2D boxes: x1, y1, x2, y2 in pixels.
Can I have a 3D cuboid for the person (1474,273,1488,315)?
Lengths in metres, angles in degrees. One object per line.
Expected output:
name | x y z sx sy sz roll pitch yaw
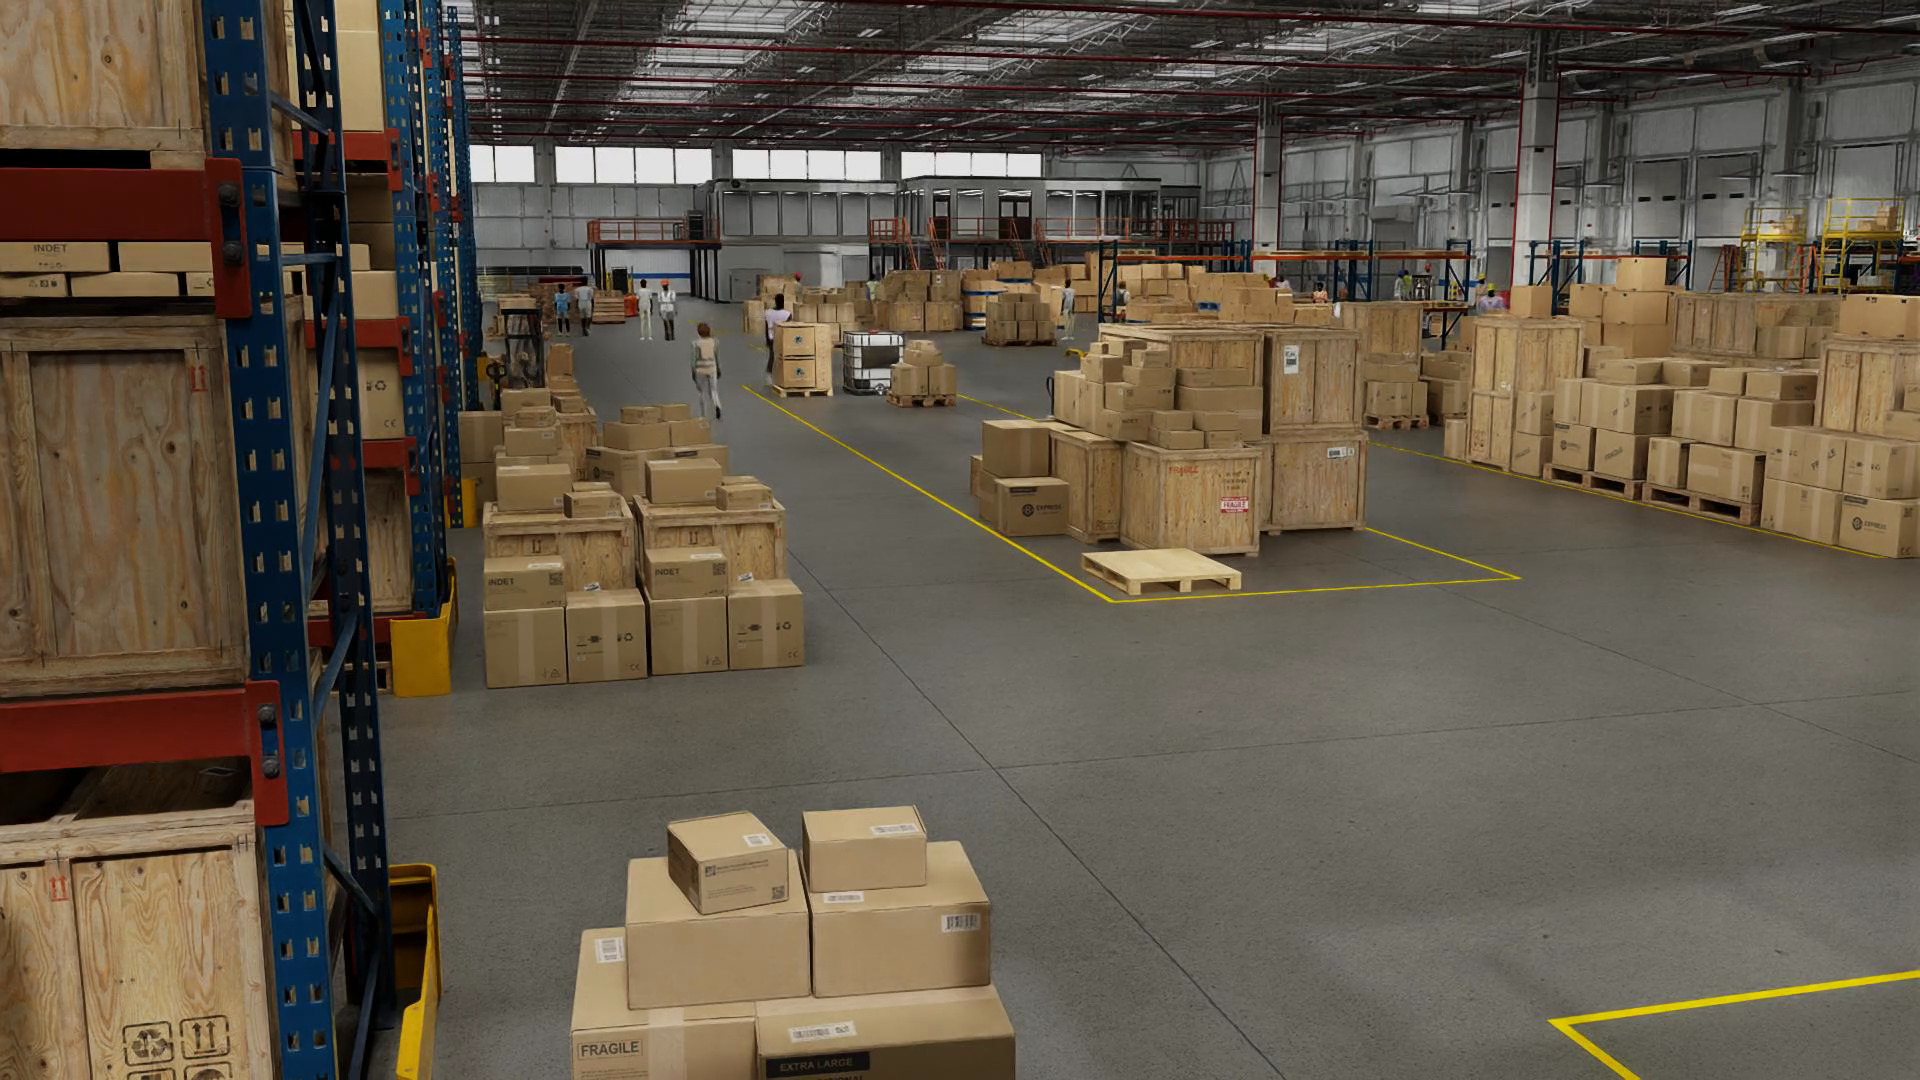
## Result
person | 18.300 -8.388 58.374 0.386 1.922 0.594 -7 12 -33

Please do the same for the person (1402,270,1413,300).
person | 19.706 -11.028 73.600 0.637 1.831 0.429 -4 11 -20

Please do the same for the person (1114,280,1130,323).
person | 5.023 -7.175 51.815 0.519 1.818 0.733 2 10 11

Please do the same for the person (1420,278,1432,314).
person | 15.135 -7.623 54.006 0.372 1.940 0.629 6 12 32

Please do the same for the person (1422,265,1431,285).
person | 21.895 -11.901 78.067 0.611 1.996 0.378 -8 13 -39

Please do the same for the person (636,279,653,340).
person | -9.673 -7.061 51.005 0.515 1.876 0.329 -2 10 -14

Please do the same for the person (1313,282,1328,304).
person | 11.963 -7.723 55.284 0.533 1.689 0.321 7 12 36

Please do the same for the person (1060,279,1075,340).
person | 3.294 -7.071 51.074 0.521 1.873 0.335 -6 12 -30

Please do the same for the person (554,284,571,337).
person | -12.665 -7.322 52.999 0.533 1.691 0.320 1 10 8

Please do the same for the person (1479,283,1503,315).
person | 13.953 -5.801 43.832 0.589 1.886 0.893 7 12 34

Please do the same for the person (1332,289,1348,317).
person | 8.922 -4.907 38.820 0.343 1.875 0.570 -9 13 -42

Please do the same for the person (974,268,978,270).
person | 0.731 -11.728 77.401 0.340 1.882 0.586 -1 10 -6

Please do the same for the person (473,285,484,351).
person | -13.087 -6.008 44.568 0.538 2.000 0.682 3 10 17

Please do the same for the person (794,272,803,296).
person | -5.956 -8.895 61.229 0.361 1.940 0.547 8 13 38

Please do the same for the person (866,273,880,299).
person | -3.141 -8.695 60.139 0.595 1.915 0.371 -9 13 -40

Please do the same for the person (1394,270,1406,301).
person | 17.088 -9.508 64.650 0.393 1.949 0.602 -1 10 -5

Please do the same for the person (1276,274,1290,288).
person | 12.560 -9.444 64.725 0.611 1.802 0.937 7 12 34

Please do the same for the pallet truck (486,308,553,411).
pallet truck | -6.242 -2.418 24.362 0.823 1.965 1.885 1 10 3

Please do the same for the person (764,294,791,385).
person | -3.777 -4.154 34.473 0.595 1.897 0.802 2 10 10

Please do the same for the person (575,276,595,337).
person | -11.897 -7.403 52.744 0.597 1.946 0.550 0 10 2

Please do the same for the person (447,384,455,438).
person | -6.333 -1.582 20.074 0.429 1.842 0.635 7 12 35

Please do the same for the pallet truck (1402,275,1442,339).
pallet truck | 14.620 -7.324 52.145 0.823 1.965 1.885 8 13 40

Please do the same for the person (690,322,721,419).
person | -4.164 -2.760 27.327 0.522 1.622 0.502 -5 11 -25

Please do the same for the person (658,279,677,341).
person | -8.932 -7.042 50.879 0.594 1.888 0.967 0 10 -1
